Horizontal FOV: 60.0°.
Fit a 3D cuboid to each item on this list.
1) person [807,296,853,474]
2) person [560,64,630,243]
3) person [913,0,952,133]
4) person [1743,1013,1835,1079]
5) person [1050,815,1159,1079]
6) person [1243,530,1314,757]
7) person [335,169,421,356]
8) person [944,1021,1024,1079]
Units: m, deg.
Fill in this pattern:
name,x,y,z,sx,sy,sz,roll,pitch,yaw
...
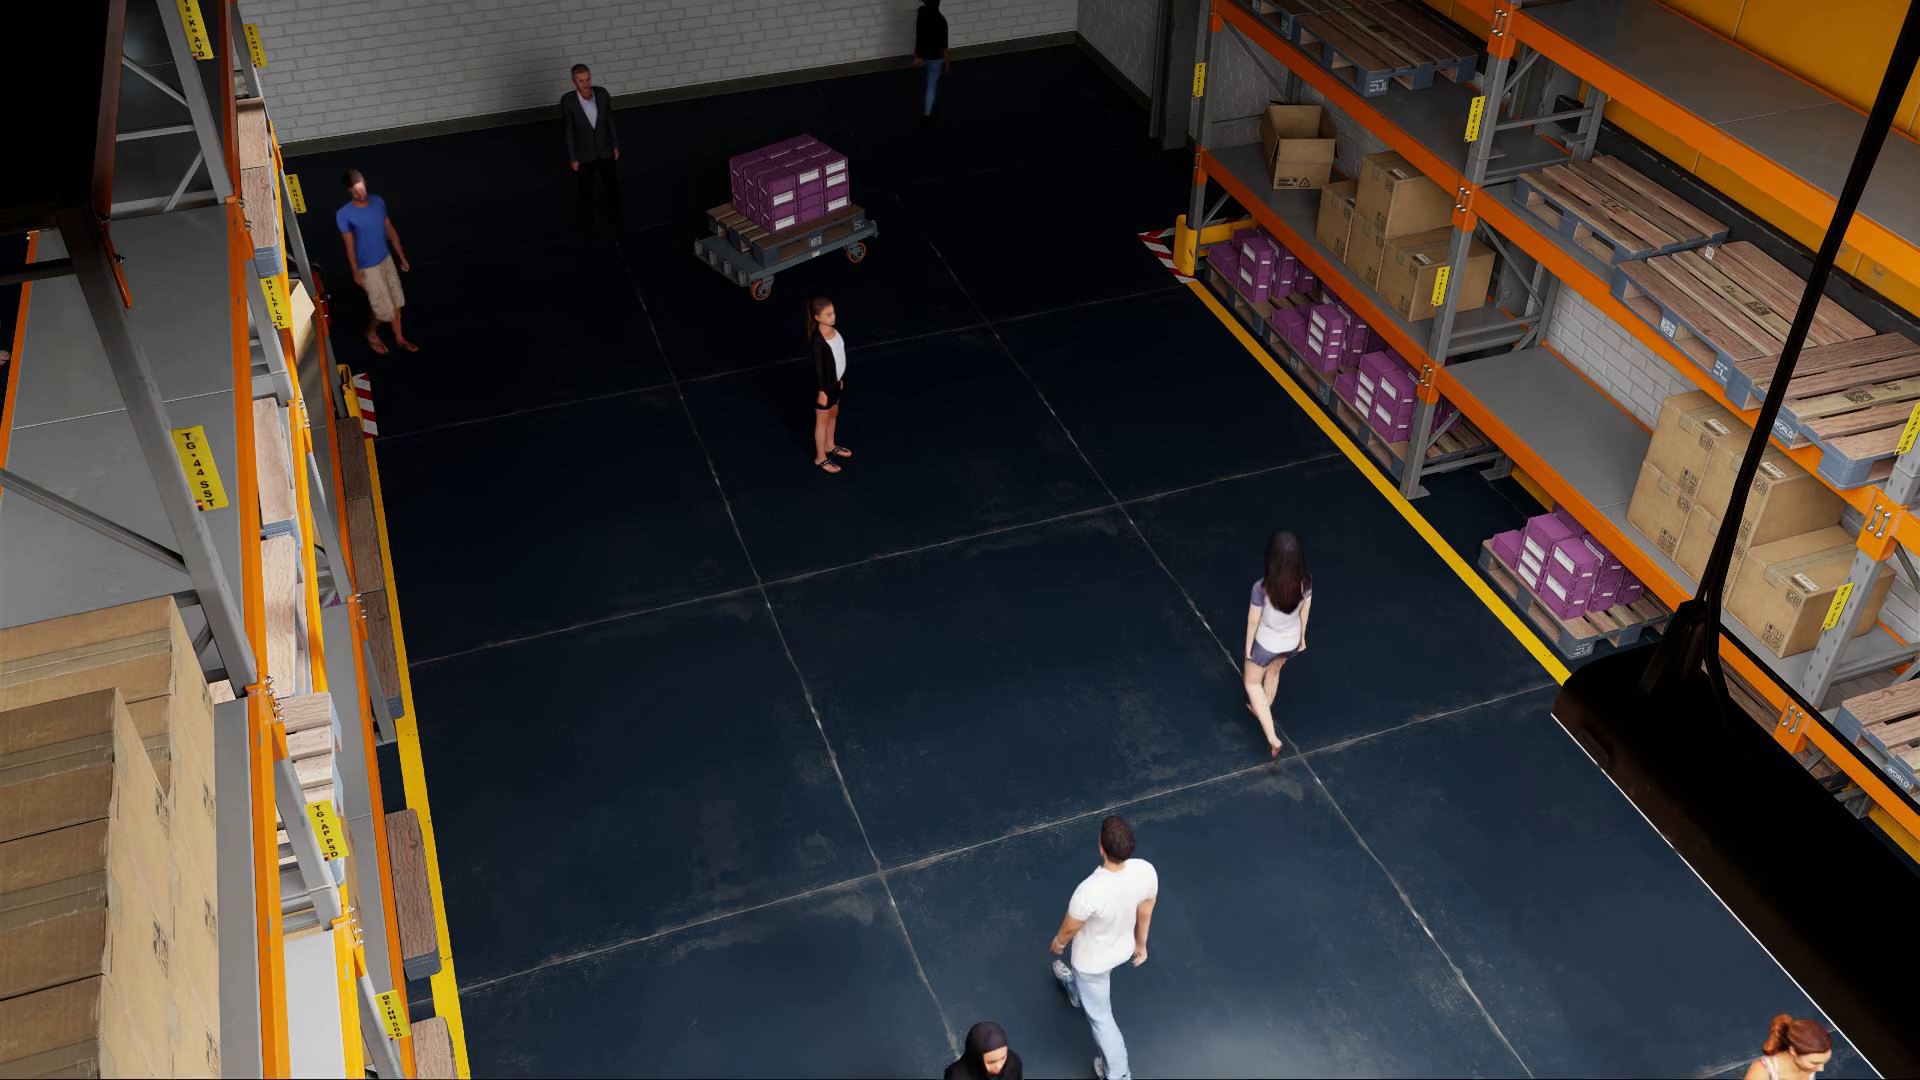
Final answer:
name,x,y,z,sx,sy,sz,roll,pitch,yaw
person,-1.089,-1.300,13.542,0.700,1.555,0.637,15,41,18
person,-3.647,-3.878,16.548,0.751,1.832,0.646,-20,43,-23
person,-0.381,-5.335,18.485,0.764,1.691,0.690,-28,47,-31
person,3.831,2.837,8.187,0.596,1.773,0.889,-11,40,-13
person,0.802,2.245,8.894,0.856,1.815,1.233,-22,43,-25
person,2.089,0.700,10.927,0.597,1.693,0.867,-10,40,-13
person,-5.275,-2.469,14.767,0.893,1.854,0.833,16,41,19
person,0.077,2.876,8.276,0.613,1.601,0.814,-15,41,-18
